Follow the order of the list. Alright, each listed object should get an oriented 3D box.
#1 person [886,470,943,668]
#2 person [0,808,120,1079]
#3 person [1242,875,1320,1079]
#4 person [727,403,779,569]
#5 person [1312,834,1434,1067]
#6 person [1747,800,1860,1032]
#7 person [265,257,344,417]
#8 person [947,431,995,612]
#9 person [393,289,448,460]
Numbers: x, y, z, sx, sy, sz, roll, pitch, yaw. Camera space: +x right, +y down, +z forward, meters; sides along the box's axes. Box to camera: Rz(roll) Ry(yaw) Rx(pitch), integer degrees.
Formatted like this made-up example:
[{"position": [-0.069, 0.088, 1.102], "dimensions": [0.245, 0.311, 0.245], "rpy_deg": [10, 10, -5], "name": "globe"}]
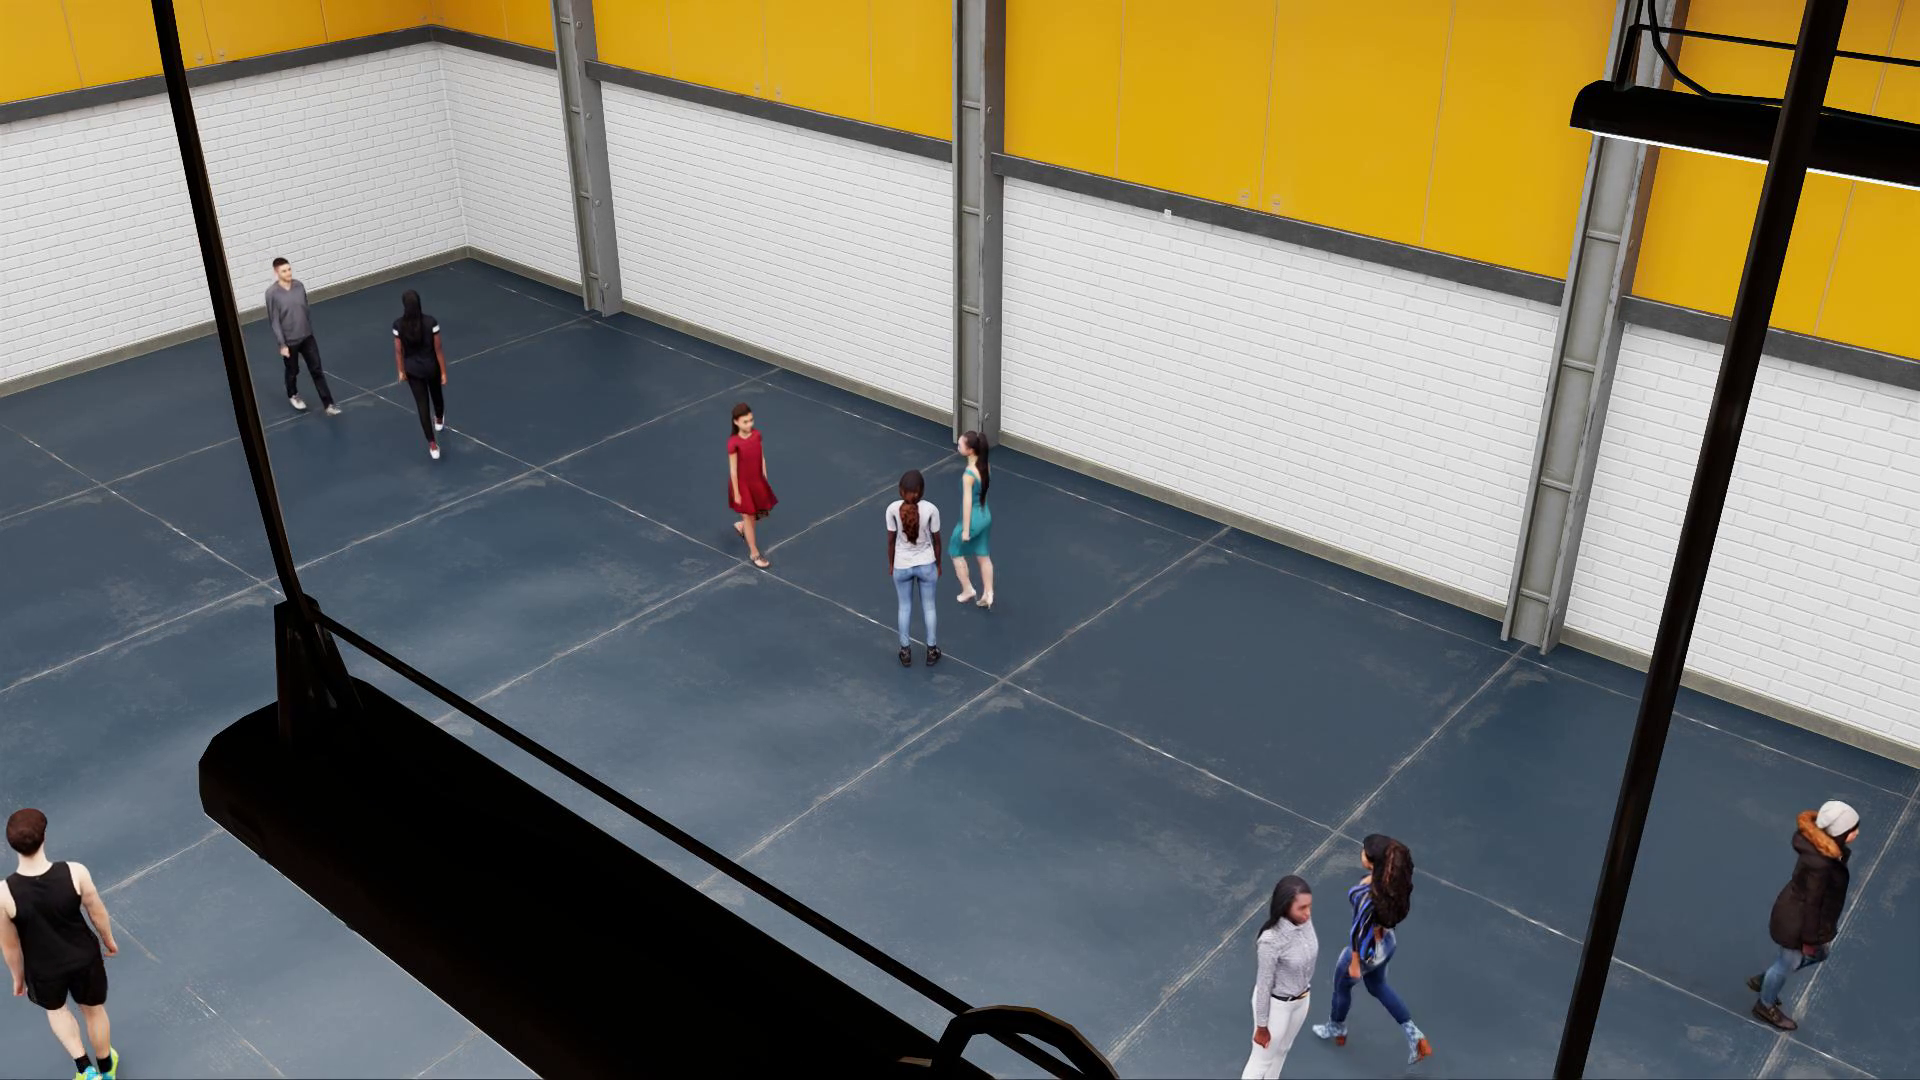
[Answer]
[{"position": [-0.358, 0.220, 13.225], "dimensions": [0.647, 1.719, 0.731], "rpy_deg": [1, 29, 2], "name": "person"}, {"position": [-4.940, 2.345, 9.161], "dimensions": [0.796, 1.879, 0.801], "rpy_deg": [-18, 33, -29], "name": "person"}, {"position": [1.737, 2.515, 9.011], "dimensions": [0.617, 1.724, 0.527], "rpy_deg": [-26, 38, -38], "name": "person"}, {"position": [-1.914, -0.527, 14.777], "dimensions": [0.767, 1.543, 0.579], "rpy_deg": [24, 37, 36], "name": "person"}, {"position": [2.394, 2.356, 9.434], "dimensions": [0.936, 1.599, 0.619], "rpy_deg": [22, 36, 35], "name": "person"}, {"position": [4.864, 2.176, 9.735], "dimensions": [0.602, 1.626, 0.620], "rpy_deg": [20, 34, 32], "name": "person"}, {"position": [-7.053, -2.130, 17.539], "dimensions": [1.123, 1.712, 0.650], "rpy_deg": [23, 36, 36], "name": "person"}, {"position": [0.164, -0.119, 13.894], "dimensions": [0.678, 1.673, 0.697], "rpy_deg": [18, 33, 29], "name": "person"}, {"position": [-5.370, -1.636, 16.655], "dimensions": [1.050, 1.691, 1.245], "rpy_deg": [-8, 30, -14], "name": "person"}]
